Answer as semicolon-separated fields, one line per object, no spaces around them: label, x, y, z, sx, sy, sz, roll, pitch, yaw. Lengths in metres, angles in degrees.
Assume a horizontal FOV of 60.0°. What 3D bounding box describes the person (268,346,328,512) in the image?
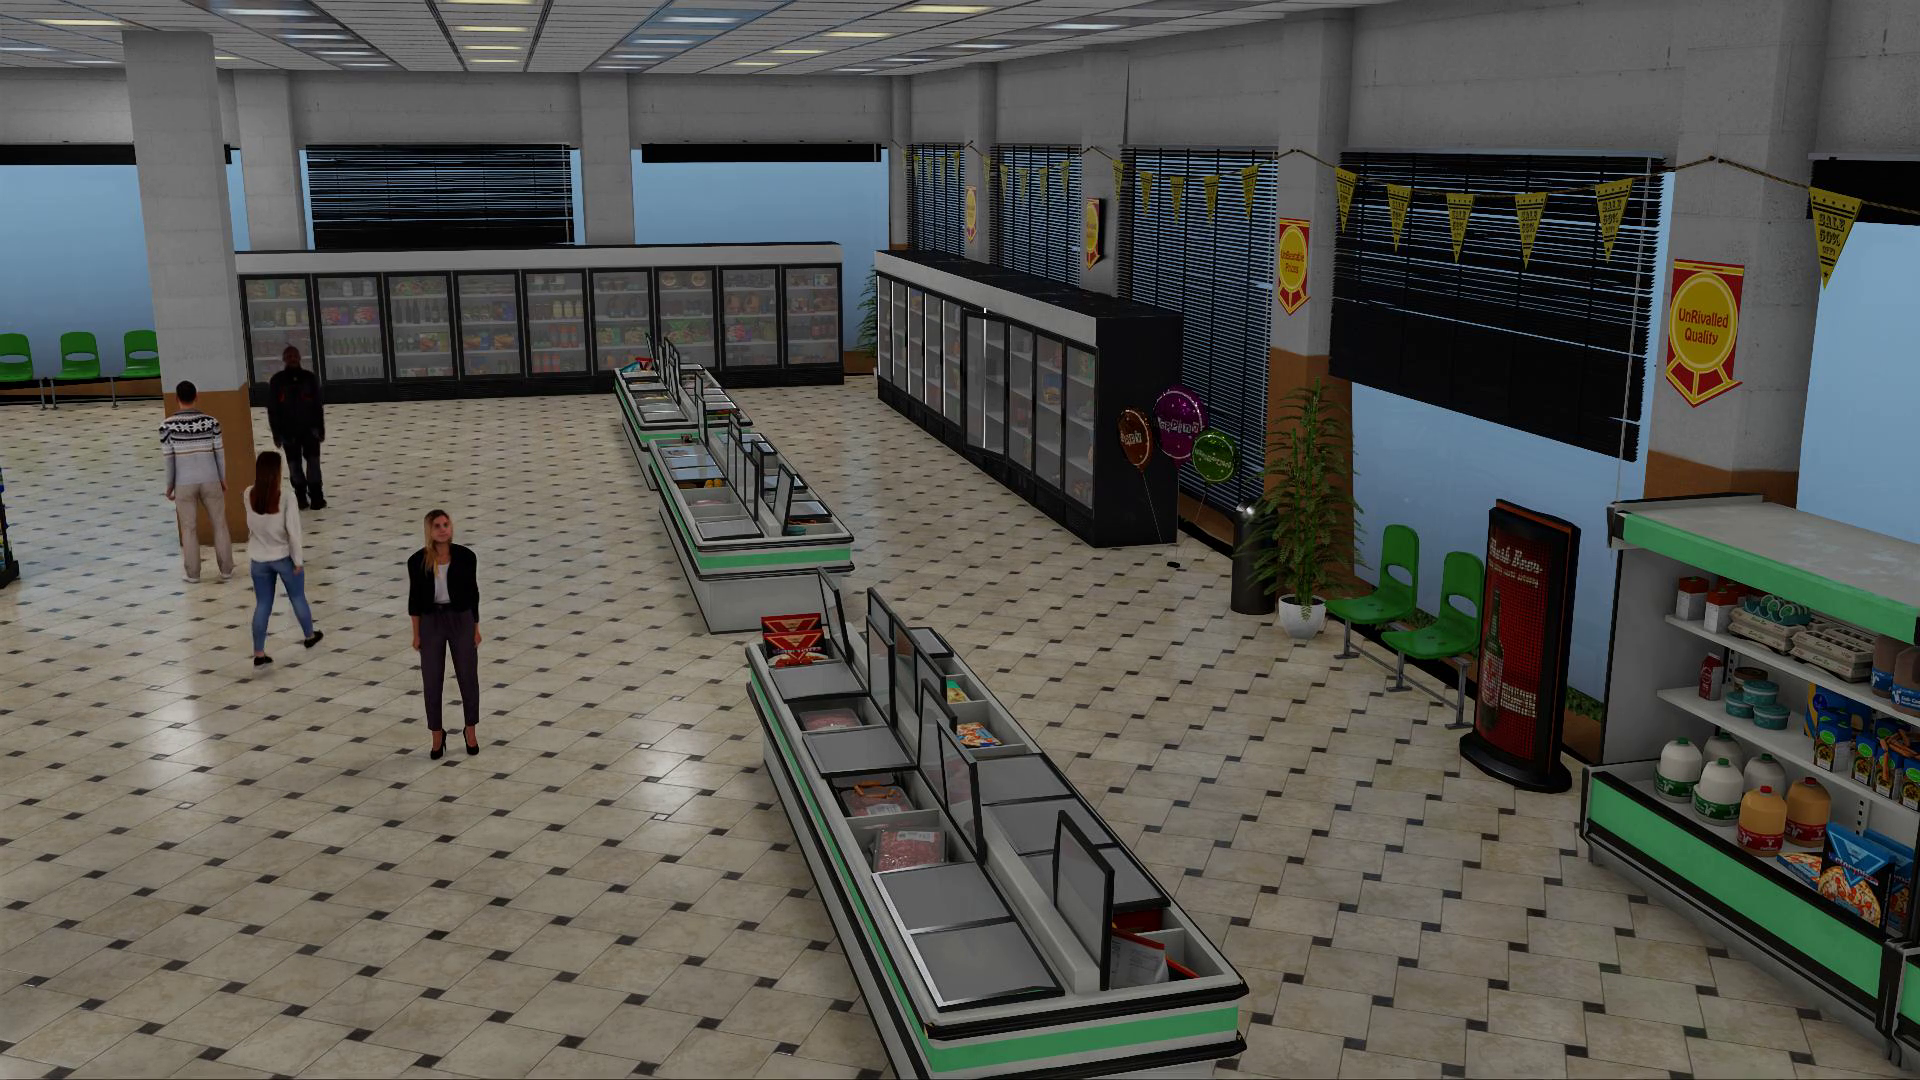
person;-7.247;-1.215;18.190;0.877;1.795;1.201;-7;15;-26

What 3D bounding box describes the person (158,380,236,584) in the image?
person;-7.001;-0.538;15.257;0.745;1.862;0.676;-8;16;-30

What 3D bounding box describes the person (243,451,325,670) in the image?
person;-5.280;0.187;12.718;0.852;1.651;1.180;1;14;3

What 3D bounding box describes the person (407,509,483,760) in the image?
person;-3.368;0.610;10.928;0.597;1.672;0.517;-4;14;-16
